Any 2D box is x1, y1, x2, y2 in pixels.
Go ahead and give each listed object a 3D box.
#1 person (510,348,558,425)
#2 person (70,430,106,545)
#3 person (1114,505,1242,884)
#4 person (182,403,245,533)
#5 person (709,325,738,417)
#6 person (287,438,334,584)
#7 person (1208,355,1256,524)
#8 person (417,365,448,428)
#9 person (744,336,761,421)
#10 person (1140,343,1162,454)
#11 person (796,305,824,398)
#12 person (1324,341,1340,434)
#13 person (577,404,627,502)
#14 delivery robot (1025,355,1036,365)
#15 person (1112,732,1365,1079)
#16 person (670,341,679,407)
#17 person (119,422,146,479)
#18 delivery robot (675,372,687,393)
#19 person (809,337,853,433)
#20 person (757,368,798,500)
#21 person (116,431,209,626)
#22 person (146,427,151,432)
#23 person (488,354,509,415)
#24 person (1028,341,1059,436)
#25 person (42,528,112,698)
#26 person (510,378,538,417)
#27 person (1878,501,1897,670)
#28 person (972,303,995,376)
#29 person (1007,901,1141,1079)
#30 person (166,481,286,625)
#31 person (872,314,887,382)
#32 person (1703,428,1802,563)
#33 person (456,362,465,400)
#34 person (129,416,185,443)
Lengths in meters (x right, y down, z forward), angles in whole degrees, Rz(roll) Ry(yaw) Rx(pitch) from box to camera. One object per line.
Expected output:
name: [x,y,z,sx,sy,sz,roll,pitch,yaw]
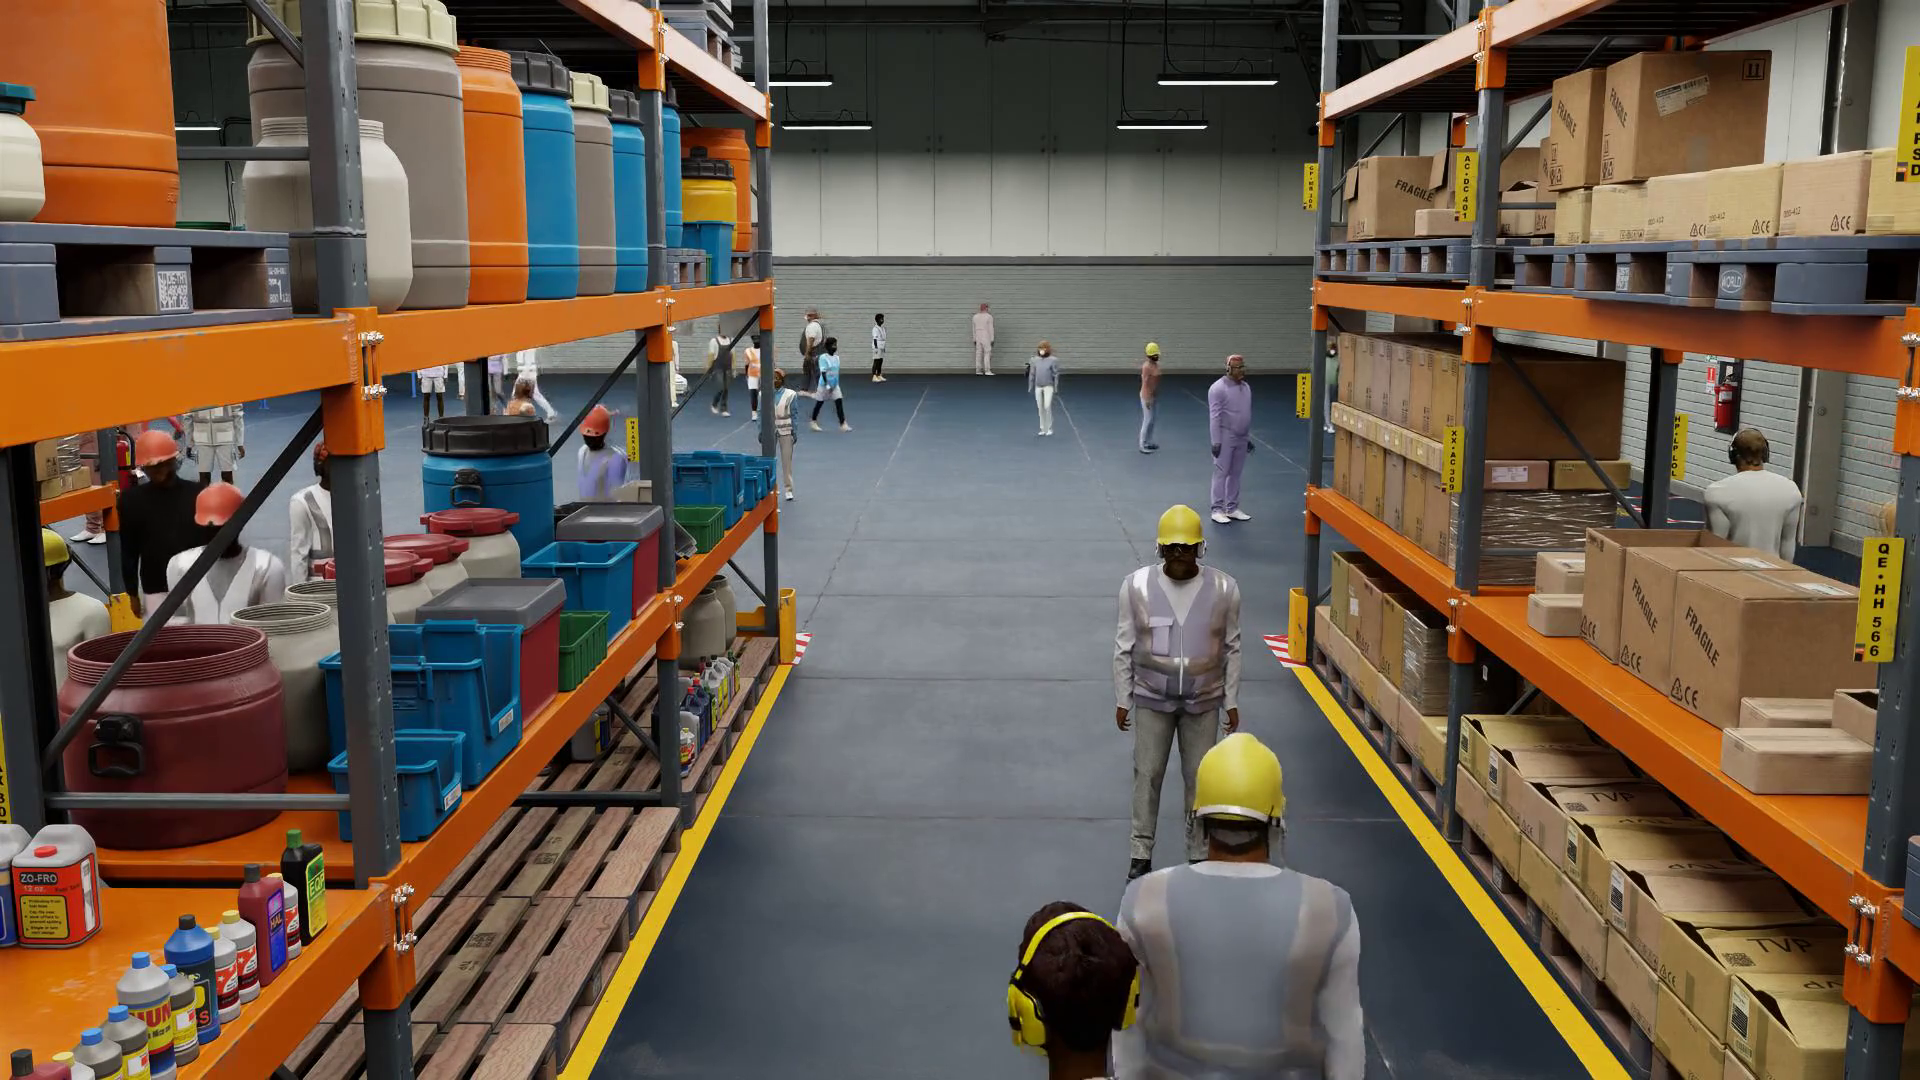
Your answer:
person: [-7.791,-2.978,30.117,1.004,1.838,0.581,-8,12,-39]
person: [-9.227,-0.912,17.537,0.637,1.900,0.403,6,11,33]
person: [1.025,0.738,7.848,0.601,1.830,0.404,1,10,4]
person: [-8.118,-1.078,18.109,0.608,2.039,0.395,-3,10,-16]
person: [-4.519,-3.258,31.824,0.503,1.824,0.419,-7,12,-38]
person: [-3.901,0.290,10.394,0.338,1.881,0.594,5,11,27]
person: [3.129,-1.151,18.991,0.693,1.909,0.402,-8,12,-40]
person: [-9.388,-2.941,29.602,0.543,1.928,0.374,-2,10,-15]
person: [-3.794,-3.103,31.321,0.538,1.672,0.686,-1,10,-4]
person: [2.975,-2.211,25.841,0.441,1.720,0.644,6,11,32]
person: [-3.344,-4.109,36.387,0.811,2.000,0.702,0,9,3]
person: [6.452,-2.693,29.120,0.507,1.596,0.851,-2,10,-12]
person: [-2.808,-0.079,12.568,0.759,1.890,0.594,-9,13,-44]
delivery robot: [1.928,-4.688,43.237,0.335,0.223,0.698,4,10,23]
person: [0.675,1.369,4.088,0.614,1.822,0.414,3,10,15]
person: [-5.996,-3.534,34.030,0.502,1.631,0.285,1,10,5]
person: [-11.480,-1.799,22.821,0.636,1.911,0.405,3,10,17]
delivery robot: [-6.271,-3.489,36.832,0.477,0.478,0.707,-3,10,-20]
person: [-2.294,-2.705,28.989,0.876,1.654,0.530,8,12,39]
person: [-2.274,-1.323,20.766,0.514,1.641,0.309,0,9,-1]
person: [-4.821,0.290,10.227,0.599,1.923,1.036,-4,10,-25]
person: [-13.756,-2.523,27.560,0.592,1.780,1.009,-1,10,-5]
person: [-8.728,-3.167,31.067,0.633,1.890,0.587,1,10,9]
person: [1.407,-2.579,28.369,0.500,1.616,0.570,4,10,22]
person: [-4.128,0.811,7.618,0.526,1.765,0.329,0,9,0]
person: [-4.986,-1.053,19.162,0.366,1.626,0.547,-7,12,-37]
person: [5.772,0.333,10.115,0.539,1.900,0.969,-2,10,-11]
person: [0.640,-5.257,43.538,0.652,1.906,0.403,7,12,36]
person: [0.208,1.542,2.996,0.511,1.853,0.493,-2,10,-11]
person: [-3.537,0.645,8.119,0.556,1.921,0.596,-1,10,-9]
person: [-2.010,-4.774,41.295,0.321,1.689,0.530,4,10,21]
person: [4.874,0.269,10.359,0.627,1.934,0.371,-1,10,-8]
person: [-10.709,-4.016,36.003,0.636,1.939,0.363,-5,11,-28]
person: [-13.247,-2.463,27.392,0.574,1.708,0.857,8,12,39]
